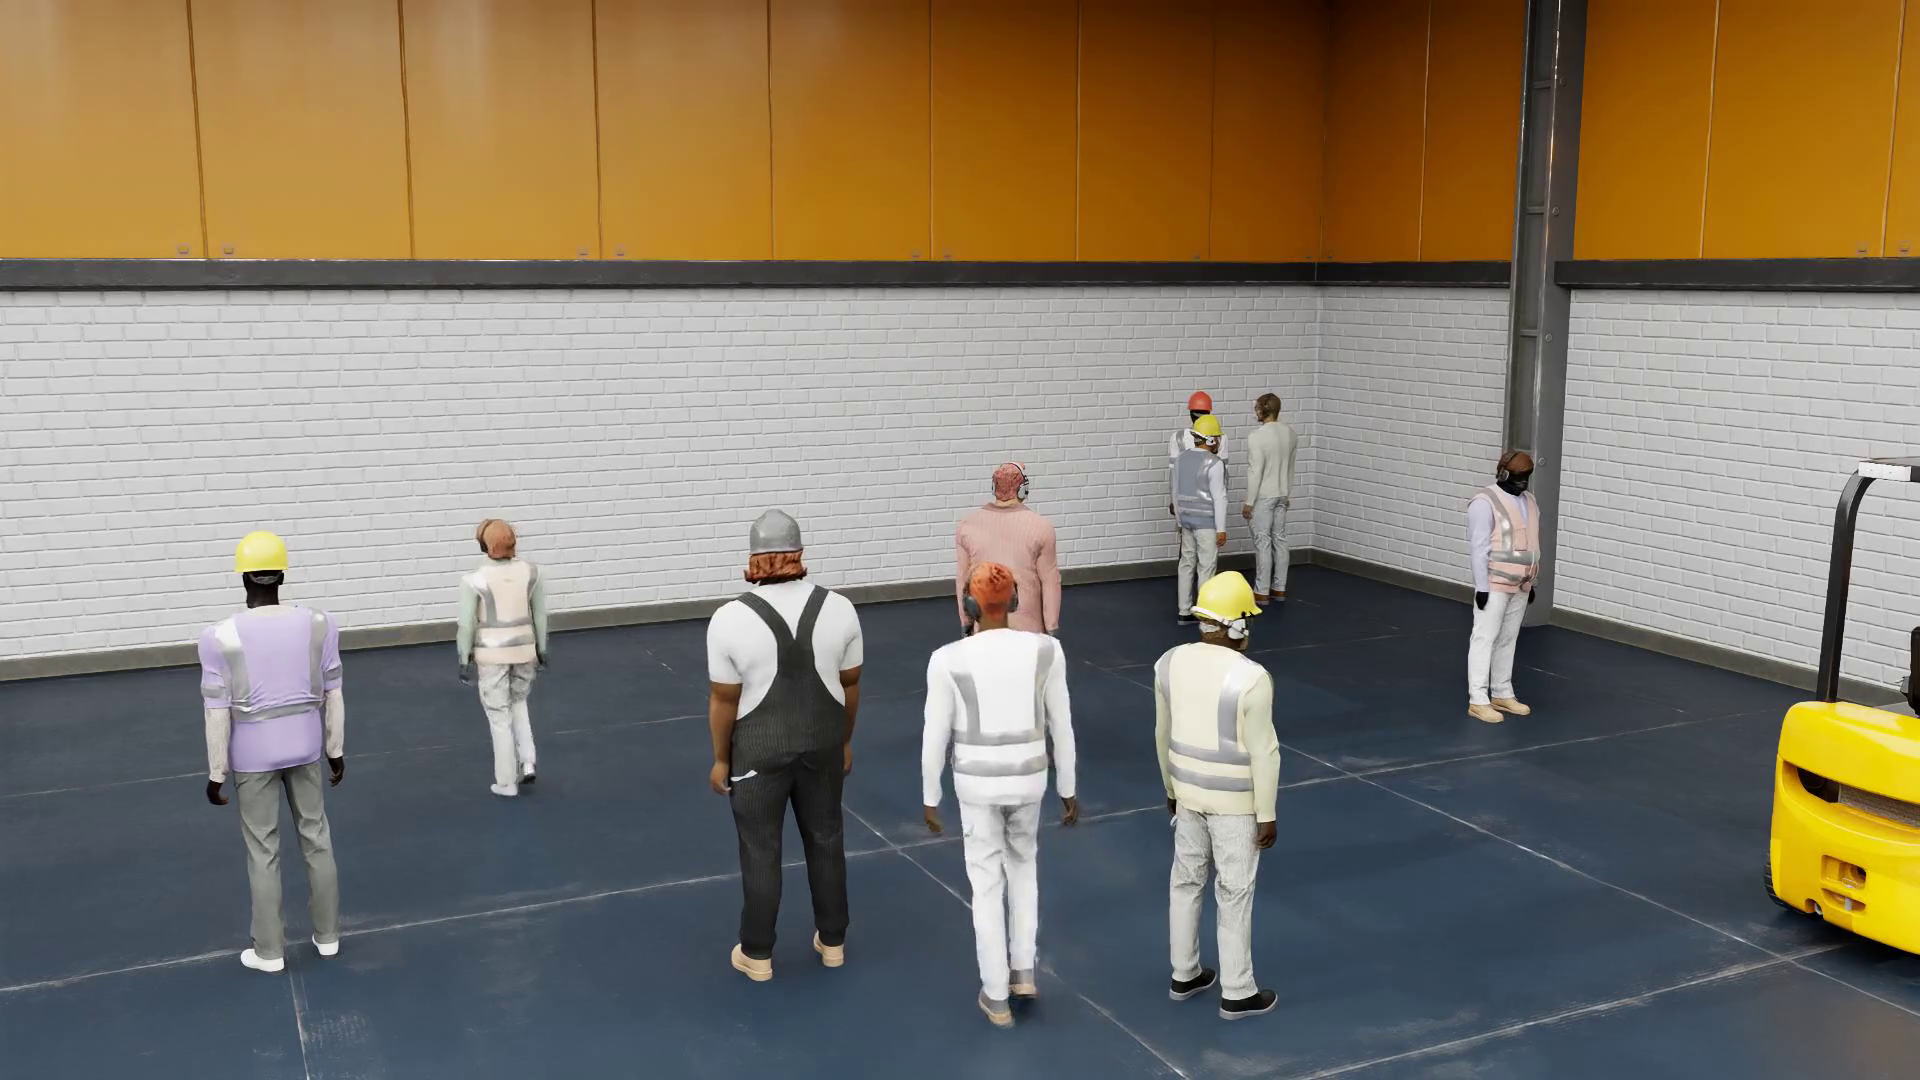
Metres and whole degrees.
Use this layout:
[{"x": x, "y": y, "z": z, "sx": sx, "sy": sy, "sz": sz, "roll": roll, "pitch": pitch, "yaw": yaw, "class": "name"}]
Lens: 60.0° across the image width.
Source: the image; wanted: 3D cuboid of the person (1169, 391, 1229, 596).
[{"x": 2.212, "y": -0.408, "z": 15.430, "sx": 0.551, "sy": 1.933, "sz": 0.362, "roll": 1, "pitch": 9, "yaw": 8, "class": "person"}]

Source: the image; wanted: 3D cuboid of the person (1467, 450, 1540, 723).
[{"x": 3.707, "y": 0.306, "z": 11.309, "sx": 0.619, "sy": 1.837, "sz": 0.430, "roll": -7, "pitch": 11, "yaw": -36, "class": "person"}]

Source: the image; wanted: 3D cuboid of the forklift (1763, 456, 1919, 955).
[{"x": 4.857, "y": 0.731, "z": 7.561, "sx": 2.313, "sy": 2.155, "sz": 1.214, "roll": -4, "pitch": 10, "yaw": -25, "class": "forklift"}]

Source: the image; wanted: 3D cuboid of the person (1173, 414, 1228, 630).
[{"x": 2.070, "y": -0.155, "z": 14.174, "sx": 0.403, "sy": 1.831, "sz": 0.597, "roll": -6, "pitch": 11, "yaw": -32, "class": "person"}]

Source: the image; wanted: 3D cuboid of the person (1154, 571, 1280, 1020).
[{"x": 1.068, "y": 1.033, "z": 6.803, "sx": 0.403, "sy": 1.833, "sz": 0.590, "roll": -8, "pitch": 12, "yaw": -42, "class": "person"}]

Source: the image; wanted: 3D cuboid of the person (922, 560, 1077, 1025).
[{"x": 0.160, "y": 1.016, "z": 6.773, "sx": 0.635, "sy": 1.872, "sz": 0.483, "roll": -2, "pitch": 9, "yaw": -13, "class": "person"}]

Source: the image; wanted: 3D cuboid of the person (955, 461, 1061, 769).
[{"x": 0.306, "y": 0.472, "z": 10.057, "sx": 0.651, "sy": 1.907, "sz": 0.409, "roll": 3, "pitch": 10, "yaw": 20, "class": "person"}]

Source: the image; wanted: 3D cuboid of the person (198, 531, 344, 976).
[{"x": -2.980, "y": 0.917, "z": 7.229, "sx": 0.594, "sy": 1.924, "sz": 0.382, "roll": -8, "pitch": 12, "yaw": -41, "class": "person"}]

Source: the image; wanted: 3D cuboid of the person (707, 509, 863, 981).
[{"x": -0.779, "y": 0.866, "z": 7.197, "sx": 0.673, "sy": 2.000, "sz": 0.536, "roll": -4, "pitch": 10, "yaw": -23, "class": "person"}]

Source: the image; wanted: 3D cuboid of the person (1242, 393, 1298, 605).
[{"x": 2.818, "y": -0.378, "z": 15.230, "sx": 0.636, "sy": 1.938, "sz": 0.358, "roll": -8, "pitch": 12, "yaw": -41, "class": "person"}]

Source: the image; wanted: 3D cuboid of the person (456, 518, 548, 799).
[{"x": -2.641, "y": 0.682, "z": 9.589, "sx": 0.538, "sy": 1.625, "sz": 0.378, "roll": -8, "pitch": 12, "yaw": -42, "class": "person"}]
